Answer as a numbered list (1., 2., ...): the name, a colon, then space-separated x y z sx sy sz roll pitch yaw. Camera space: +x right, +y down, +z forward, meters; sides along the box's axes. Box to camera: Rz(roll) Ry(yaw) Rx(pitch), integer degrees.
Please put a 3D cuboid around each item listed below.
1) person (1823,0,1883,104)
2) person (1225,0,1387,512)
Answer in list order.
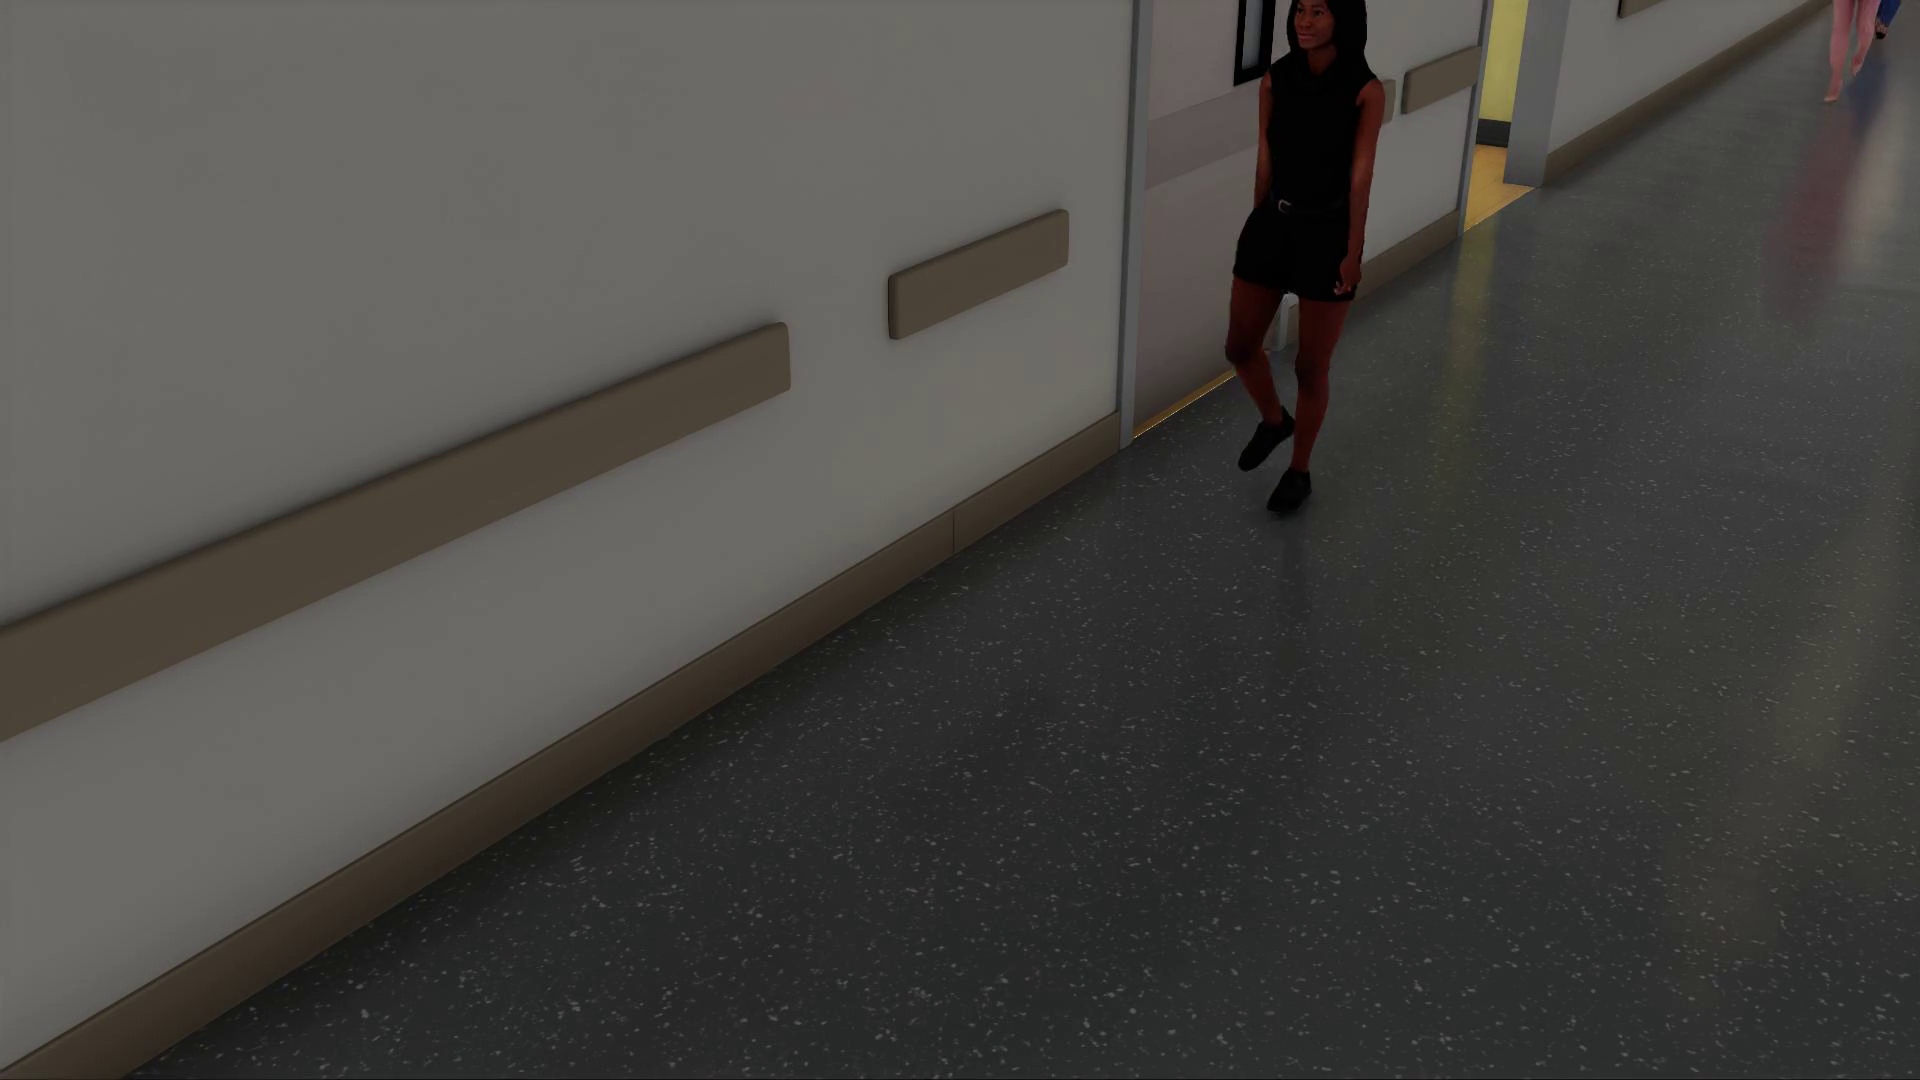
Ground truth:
1. person: 6.350 -3.996 11.664 0.801 1.787 0.665 17 31 31
2. person: 1.160 -0.949 5.409 0.550 1.732 0.641 17 31 32
